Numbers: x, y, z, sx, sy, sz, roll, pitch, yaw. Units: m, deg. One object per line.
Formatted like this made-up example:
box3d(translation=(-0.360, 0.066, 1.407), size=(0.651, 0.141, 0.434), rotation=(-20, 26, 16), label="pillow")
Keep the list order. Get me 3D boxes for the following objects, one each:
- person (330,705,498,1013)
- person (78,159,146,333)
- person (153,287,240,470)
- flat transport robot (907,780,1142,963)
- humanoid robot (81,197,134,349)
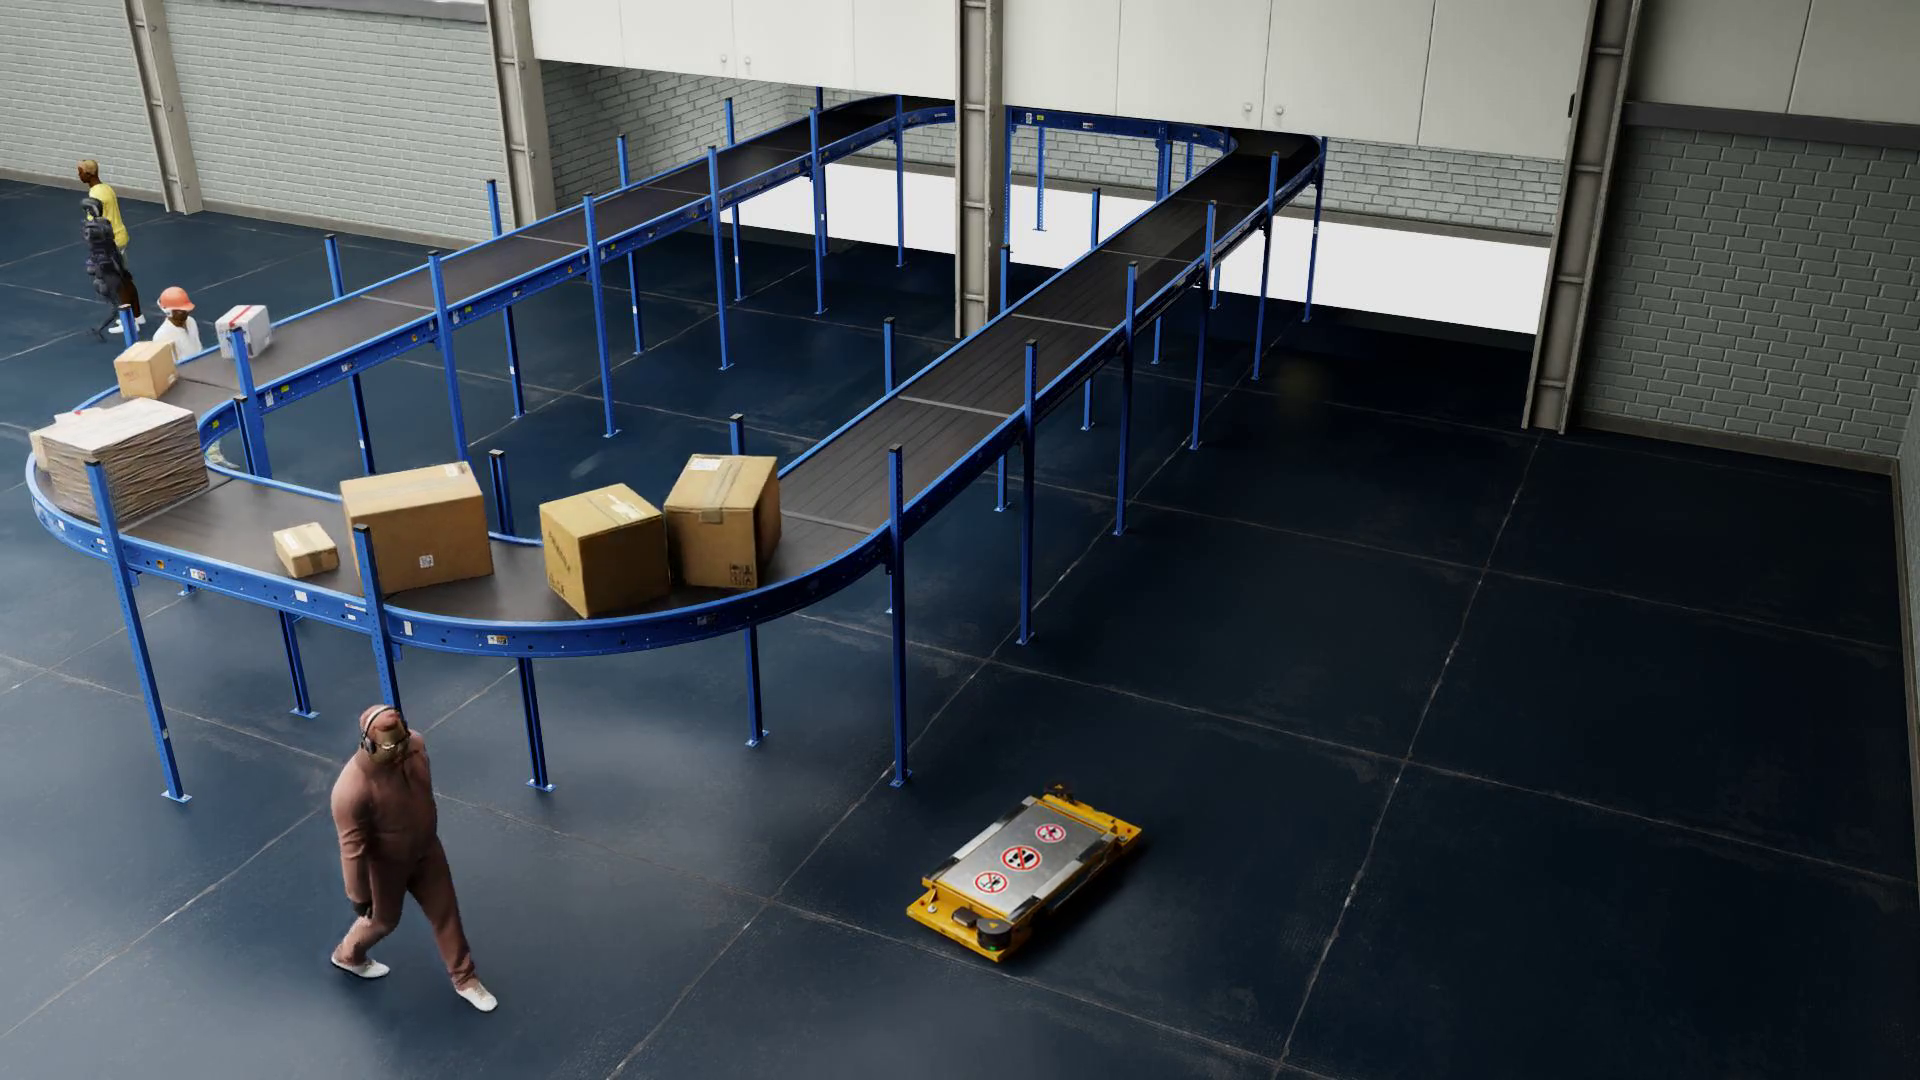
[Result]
box3d(translation=(-2.912, 1.586, 8.505), size=(0.929, 1.854, 0.700), rotation=(12, 29, 23), label="person")
box3d(translation=(-9.247, -3.202, 18.110), size=(0.376, 1.893, 0.538), rotation=(-7, 27, -14), label="person")
box3d(translation=(-6.738, -1.377, 14.591), size=(0.347, 1.750, 0.578), rotation=(4, 27, 7), label="person")
box3d(translation=(0.396, 1.894, 9.659), size=(0.659, 0.231, 1.431), rotation=(19, 32, 34), label="flat transport robot")
box3d(translation=(-9.112, -2.831, 17.652), size=(0.704, 1.647, 0.591), rotation=(-1, 26, -3), label="humanoid robot")
